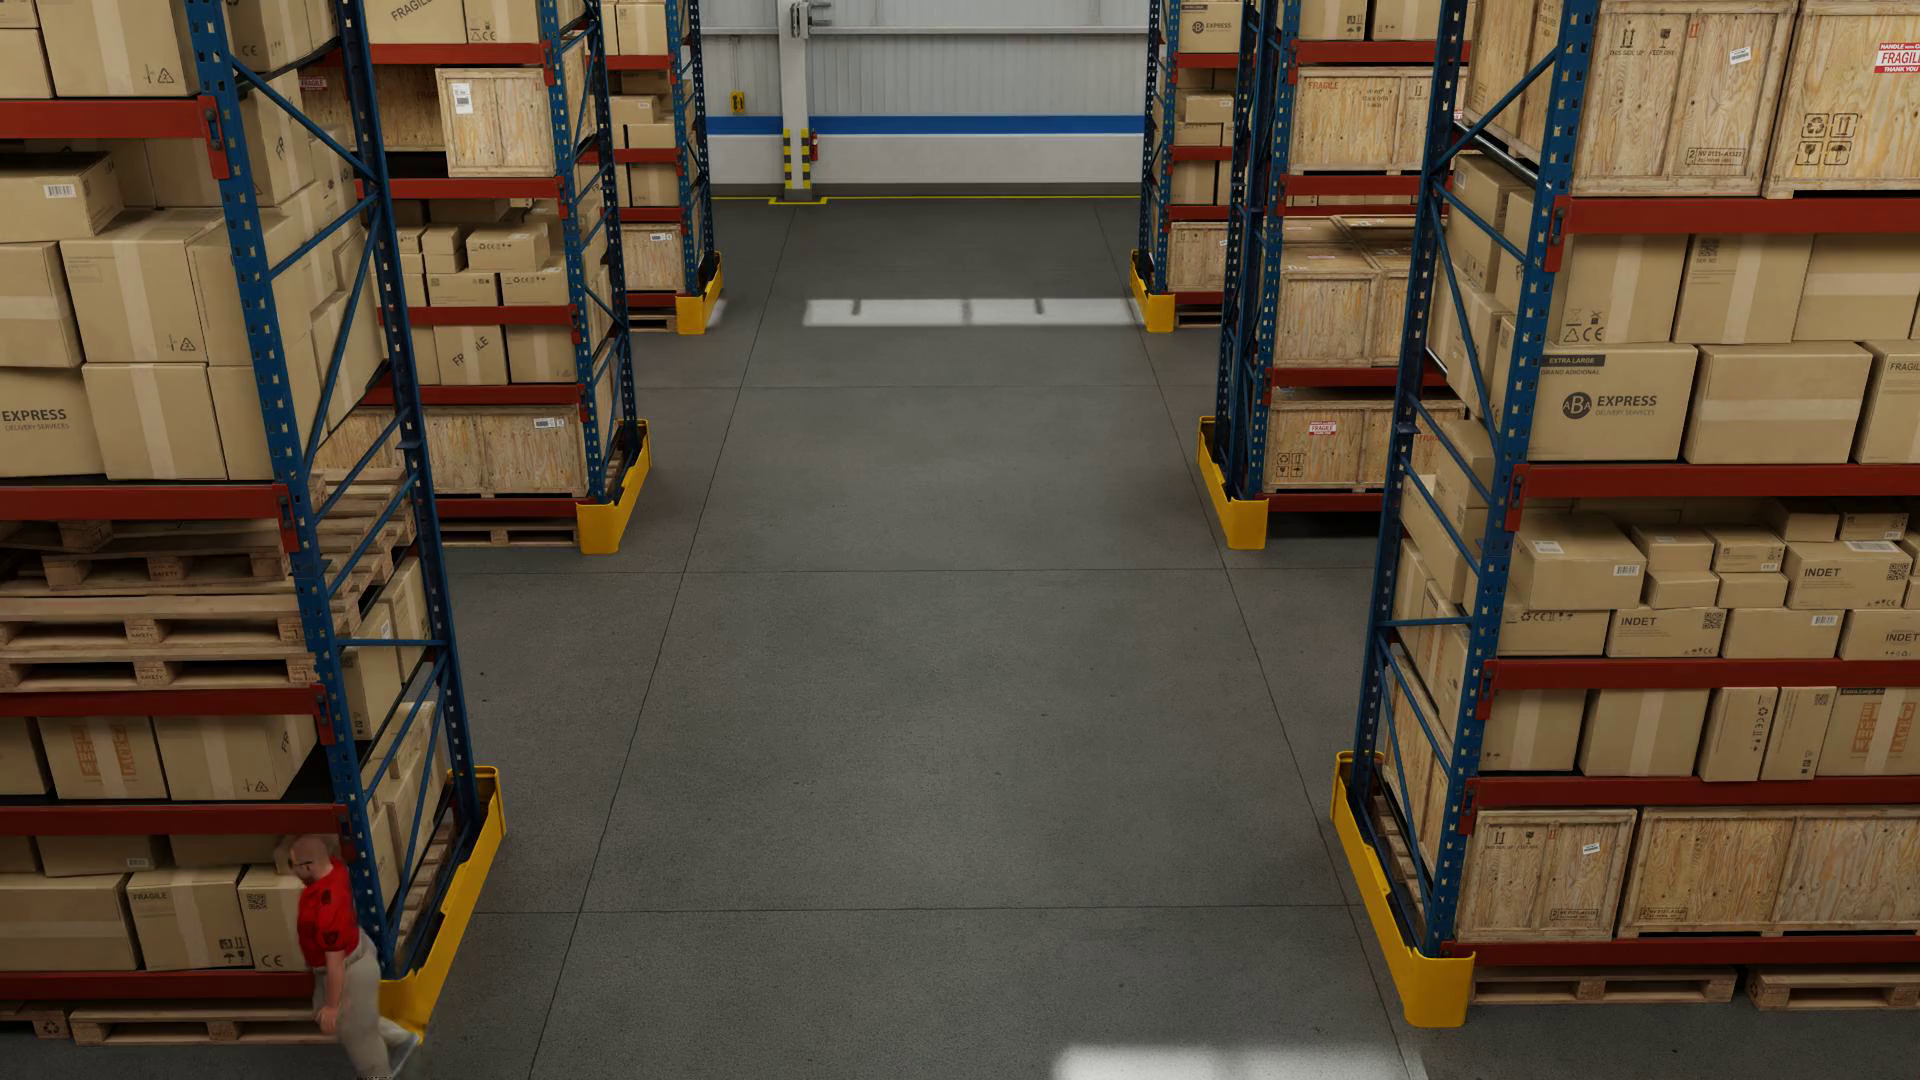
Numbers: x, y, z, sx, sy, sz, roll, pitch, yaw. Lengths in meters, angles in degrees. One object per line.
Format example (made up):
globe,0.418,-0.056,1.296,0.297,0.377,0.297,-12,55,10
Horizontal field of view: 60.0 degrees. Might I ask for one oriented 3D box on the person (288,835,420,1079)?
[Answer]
person,-3.256,2.313,8.948,0.528,1.713,0.662,-8,26,-17
